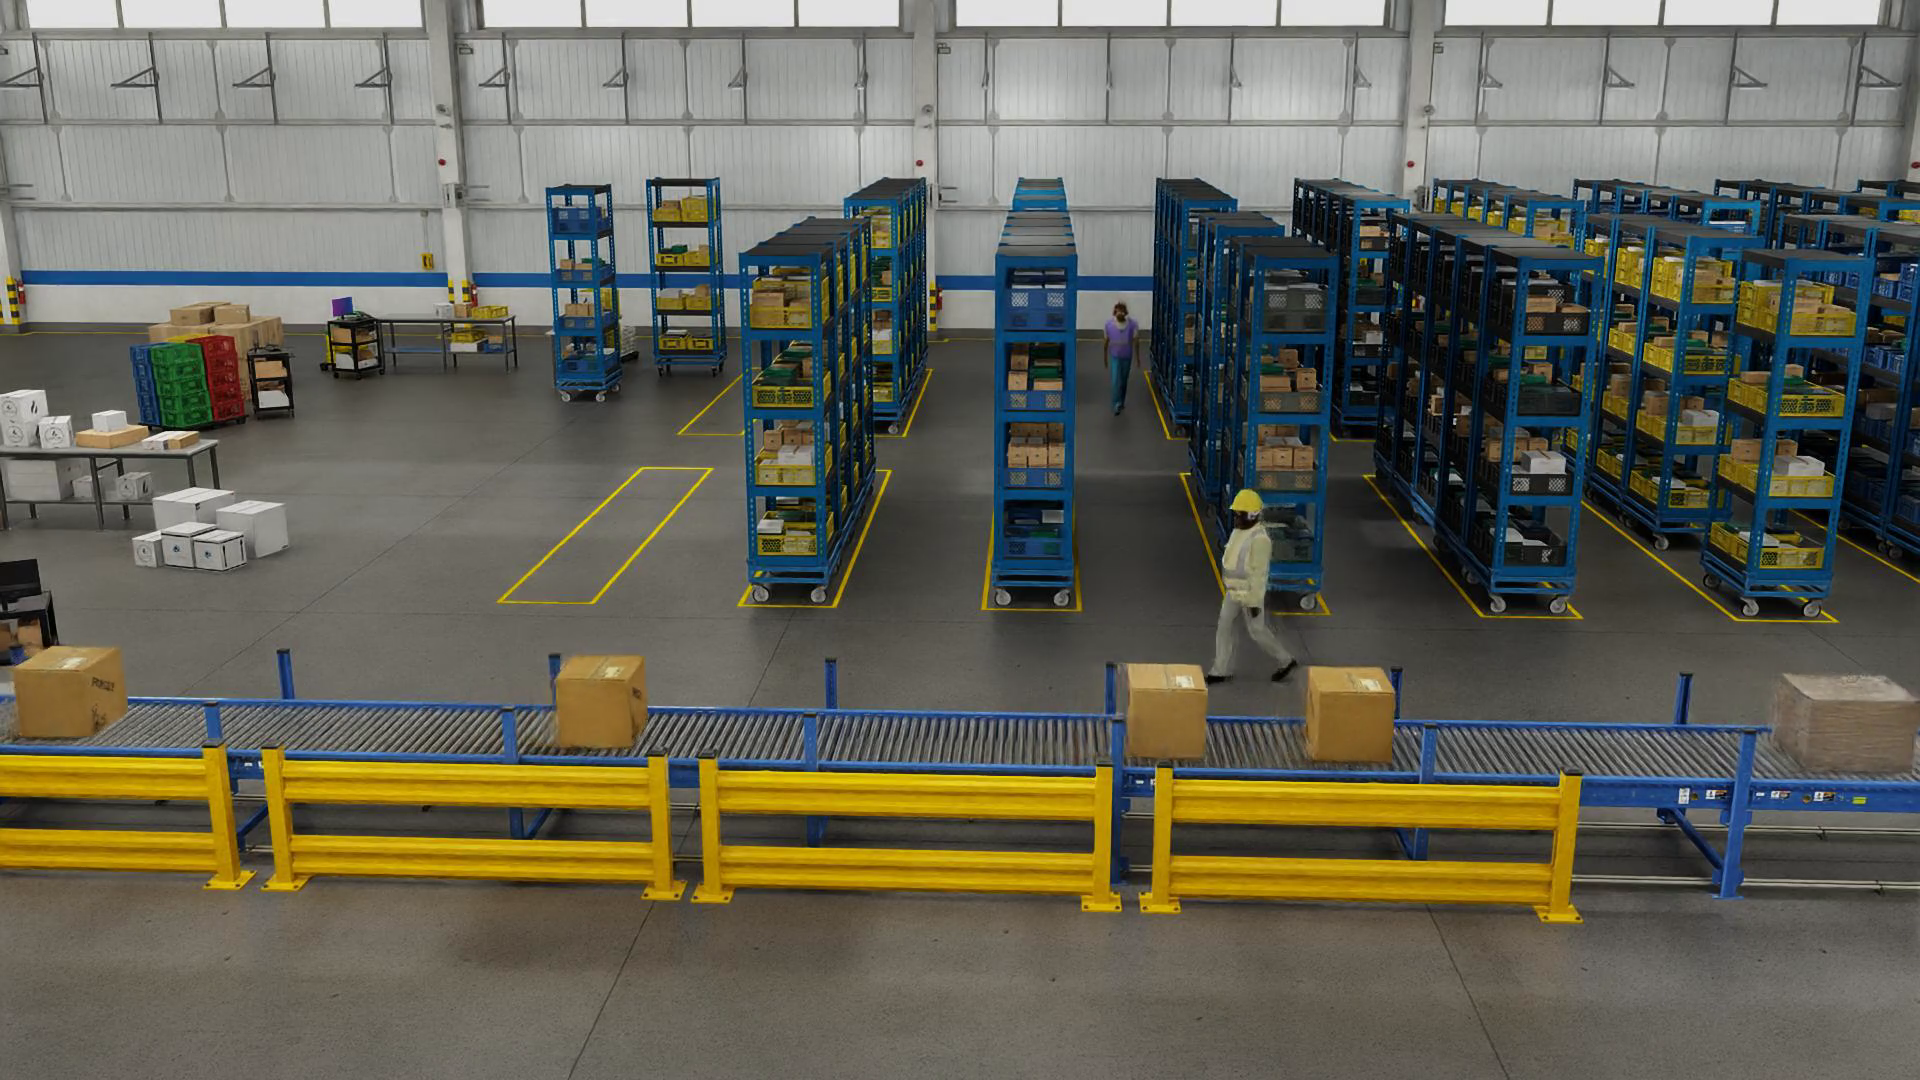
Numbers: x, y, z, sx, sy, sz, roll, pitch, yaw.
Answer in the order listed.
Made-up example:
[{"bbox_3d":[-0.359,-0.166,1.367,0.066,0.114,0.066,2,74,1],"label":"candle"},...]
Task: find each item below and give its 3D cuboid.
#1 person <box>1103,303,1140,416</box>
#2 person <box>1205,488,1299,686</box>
[{"bbox_3d":[2.634,-2.992,27.233,0.589,1.808,0.937,0,15,0],"label":"person"},{"bbox_3d":[2.566,0.422,14.563,0.842,1.806,0.599,-4,15,-13],"label":"person"}]
